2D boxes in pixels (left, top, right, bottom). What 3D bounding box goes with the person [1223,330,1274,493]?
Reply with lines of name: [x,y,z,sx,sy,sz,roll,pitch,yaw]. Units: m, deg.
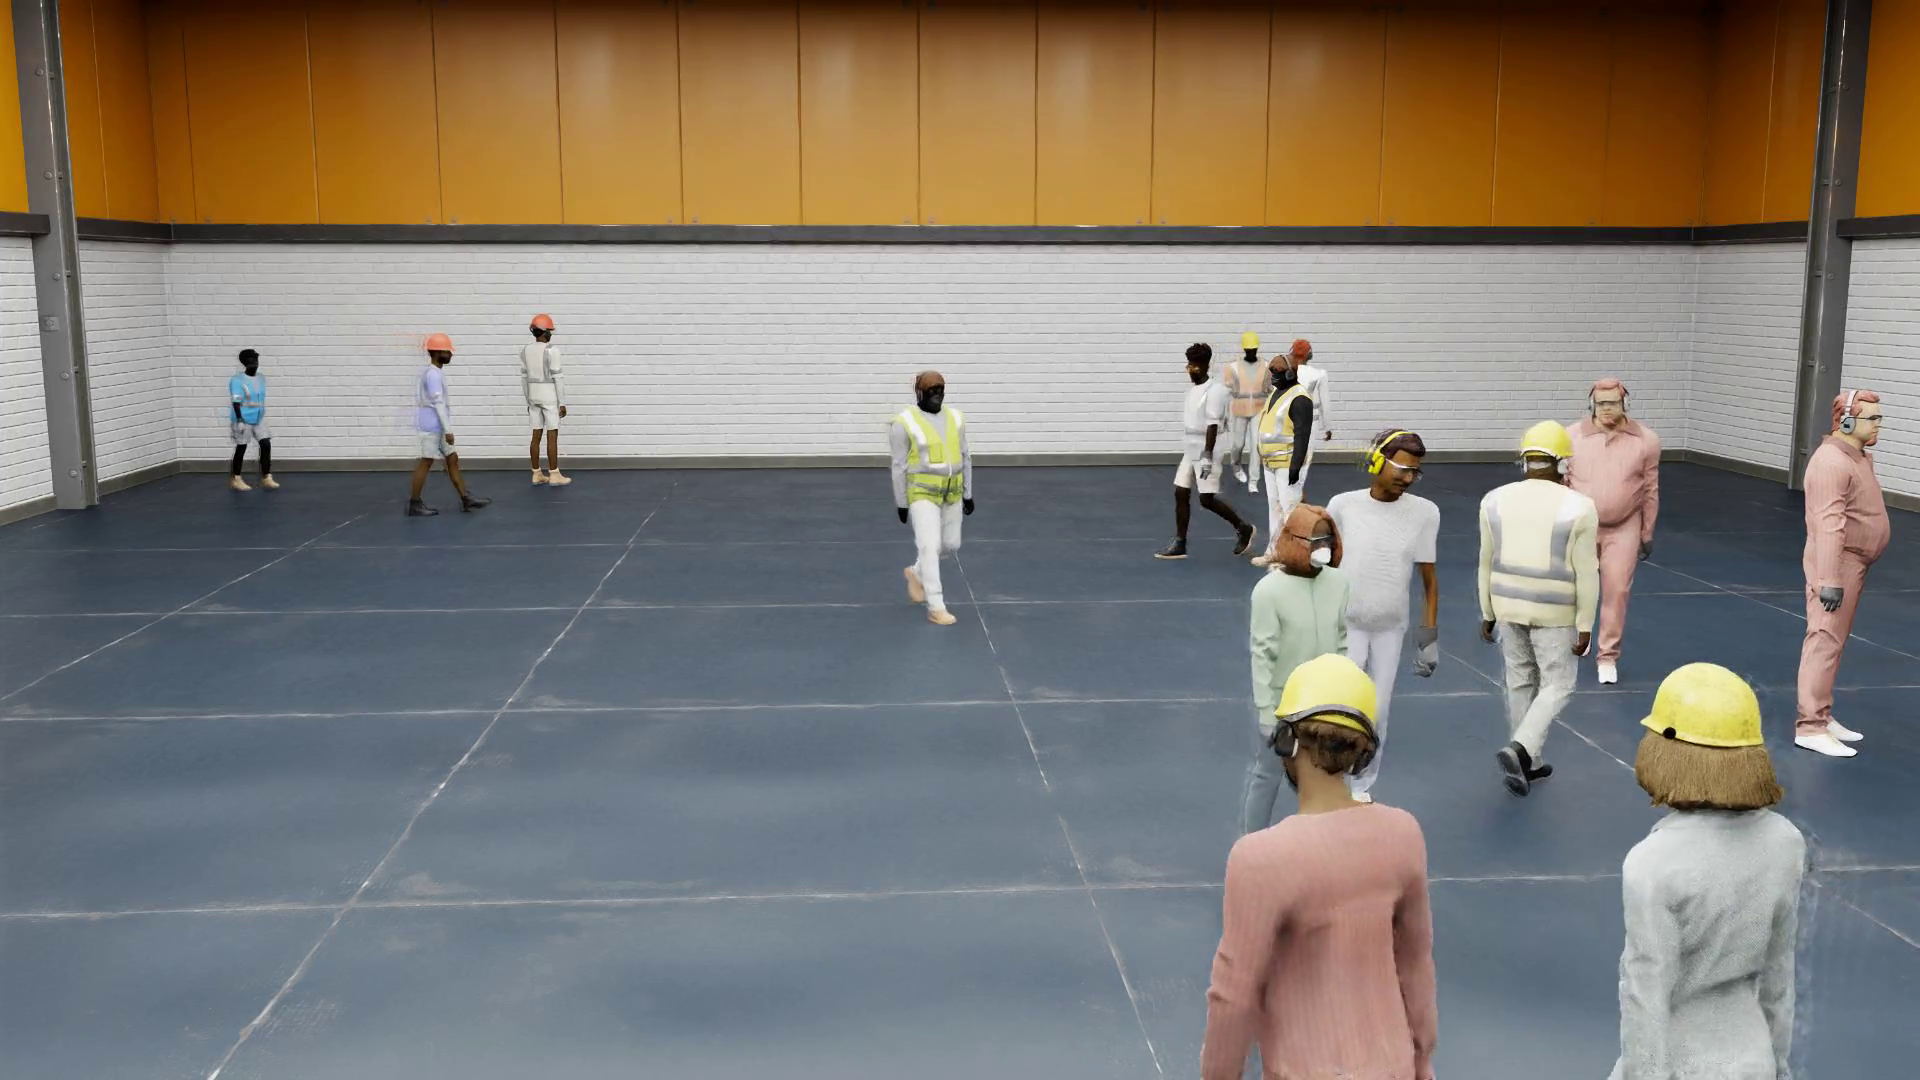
person: [3.364,-1.520,19.435,0.623,1.878,0.875,1,9,4]

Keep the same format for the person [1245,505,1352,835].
person: [1.394,0.670,6.523,0.521,1.602,0.770,-4,10,-26]

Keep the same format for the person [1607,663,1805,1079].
person: [1.573,1.110,3.420,0.492,1.718,0.801,-4,10,-25]

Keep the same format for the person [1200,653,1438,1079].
person: [0.766,1.106,3.443,0.628,1.725,0.628,-7,11,-36]

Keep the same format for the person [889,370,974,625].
person: [-0.227,-0.328,12.096,0.630,1.825,0.749,-7,11,-36]

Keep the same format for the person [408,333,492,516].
person: [-5.339,-1.191,17.291,0.934,1.890,0.568,-3,9,-15]

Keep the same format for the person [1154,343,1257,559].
person: [2.180,-0.768,14.561,0.785,1.929,0.611,-3,10,-21]

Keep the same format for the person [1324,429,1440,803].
person: [1.870,0.401,7.493,0.540,1.831,0.516,1,9,7]

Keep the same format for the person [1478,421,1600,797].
person: [2.734,0.339,7.945,0.600,1.810,0.621,8,12,42]

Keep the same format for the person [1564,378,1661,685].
person: [4.024,-0.089,10.438,0.648,1.879,0.778,3,10,20]

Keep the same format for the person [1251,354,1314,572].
person: [2.727,-0.649,14.079,0.429,1.839,0.623,-2,9,-14]

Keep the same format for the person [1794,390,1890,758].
person: [4.639,0.165,8.740,0.407,1.906,0.655,6,11,33]

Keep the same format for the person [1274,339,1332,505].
person: [3.566,-1.189,17.478,0.578,1.842,0.973,5,10,29]

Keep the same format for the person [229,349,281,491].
person: [-8.171,-1.375,19.152,0.727,1.652,0.549,4,10,26]

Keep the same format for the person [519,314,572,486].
person: [-4.933,-1.664,19.790,0.608,2.046,0.367,5,10,27]
